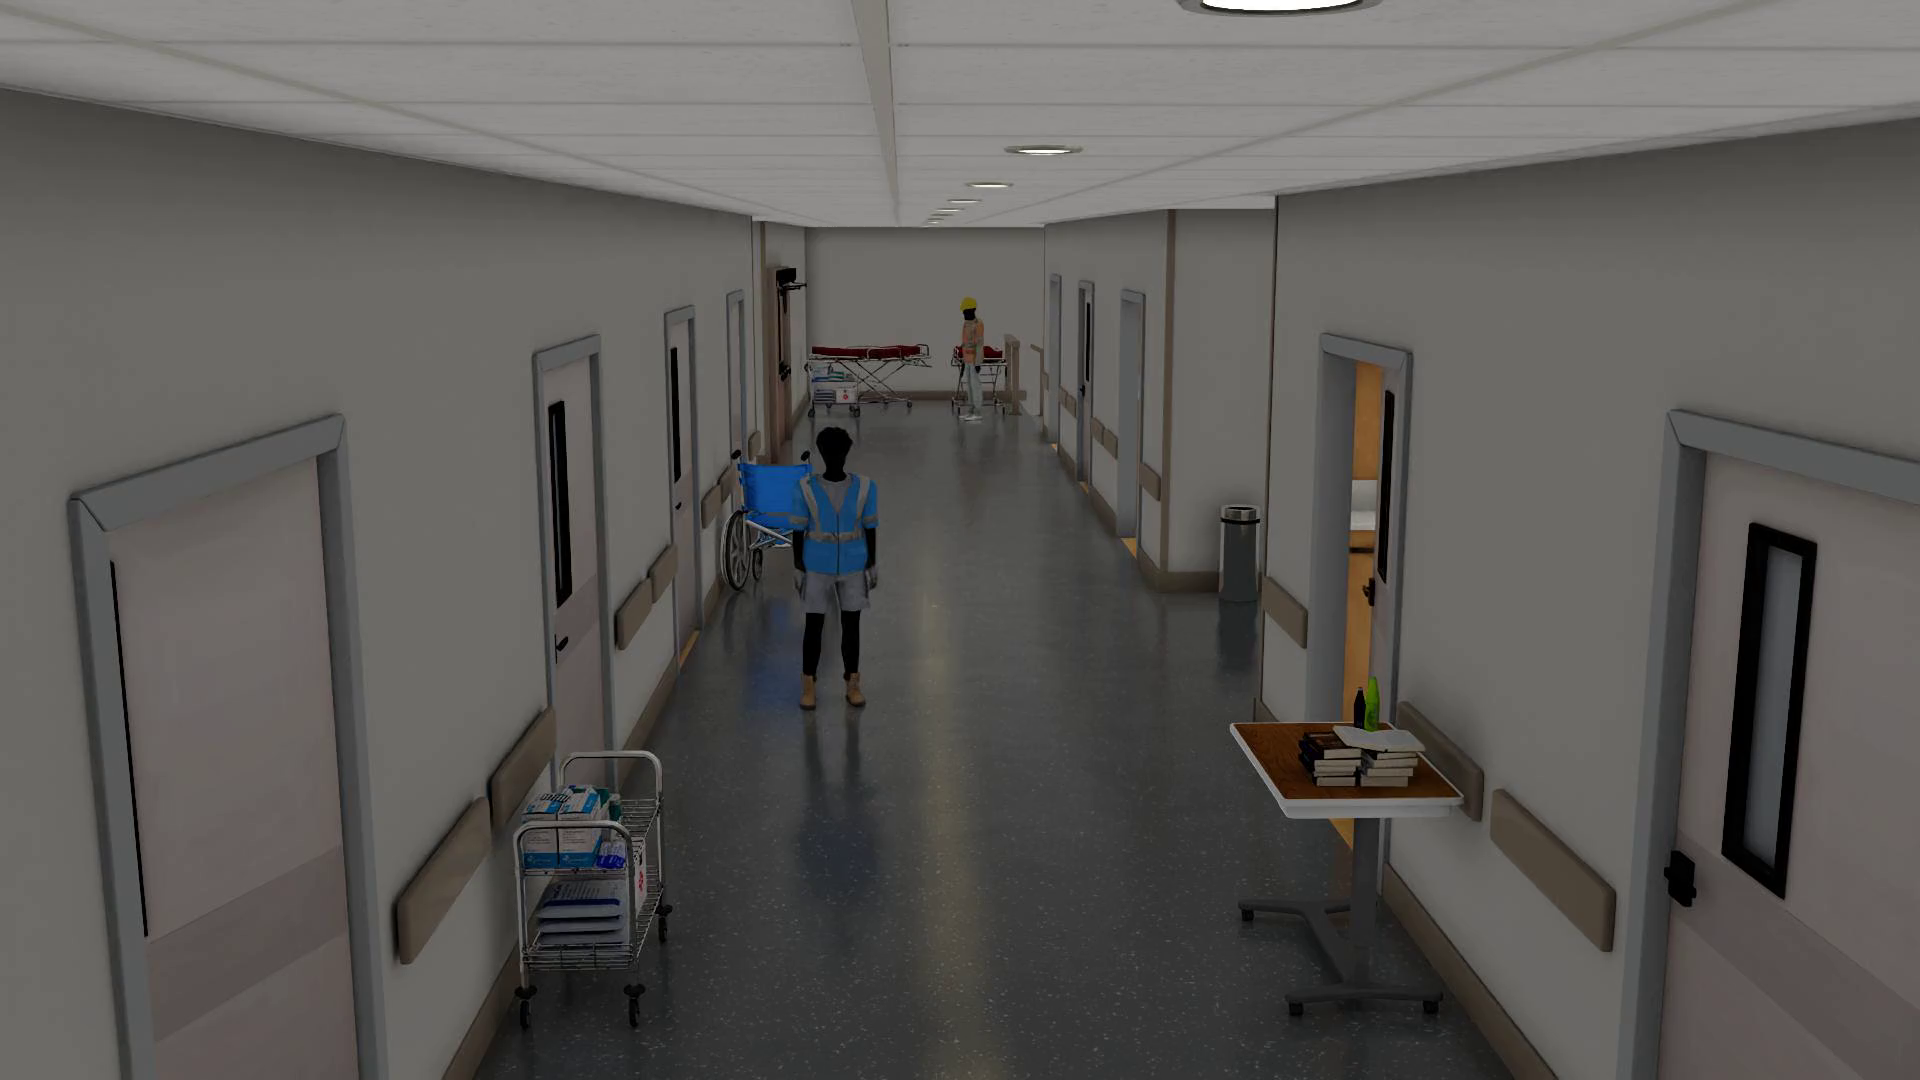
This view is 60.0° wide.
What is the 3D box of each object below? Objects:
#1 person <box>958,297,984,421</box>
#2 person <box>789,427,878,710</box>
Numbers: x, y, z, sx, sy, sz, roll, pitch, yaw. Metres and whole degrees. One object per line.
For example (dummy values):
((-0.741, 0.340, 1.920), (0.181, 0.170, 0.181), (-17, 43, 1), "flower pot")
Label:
((0.173, -2.813, 25.878), (0.398, 1.918, 0.587), (-4, 11, -22), "person")
((-0.746, 0.165, 9.902), (0.540, 1.695, 0.318), (-2, 10, -13), "person")
